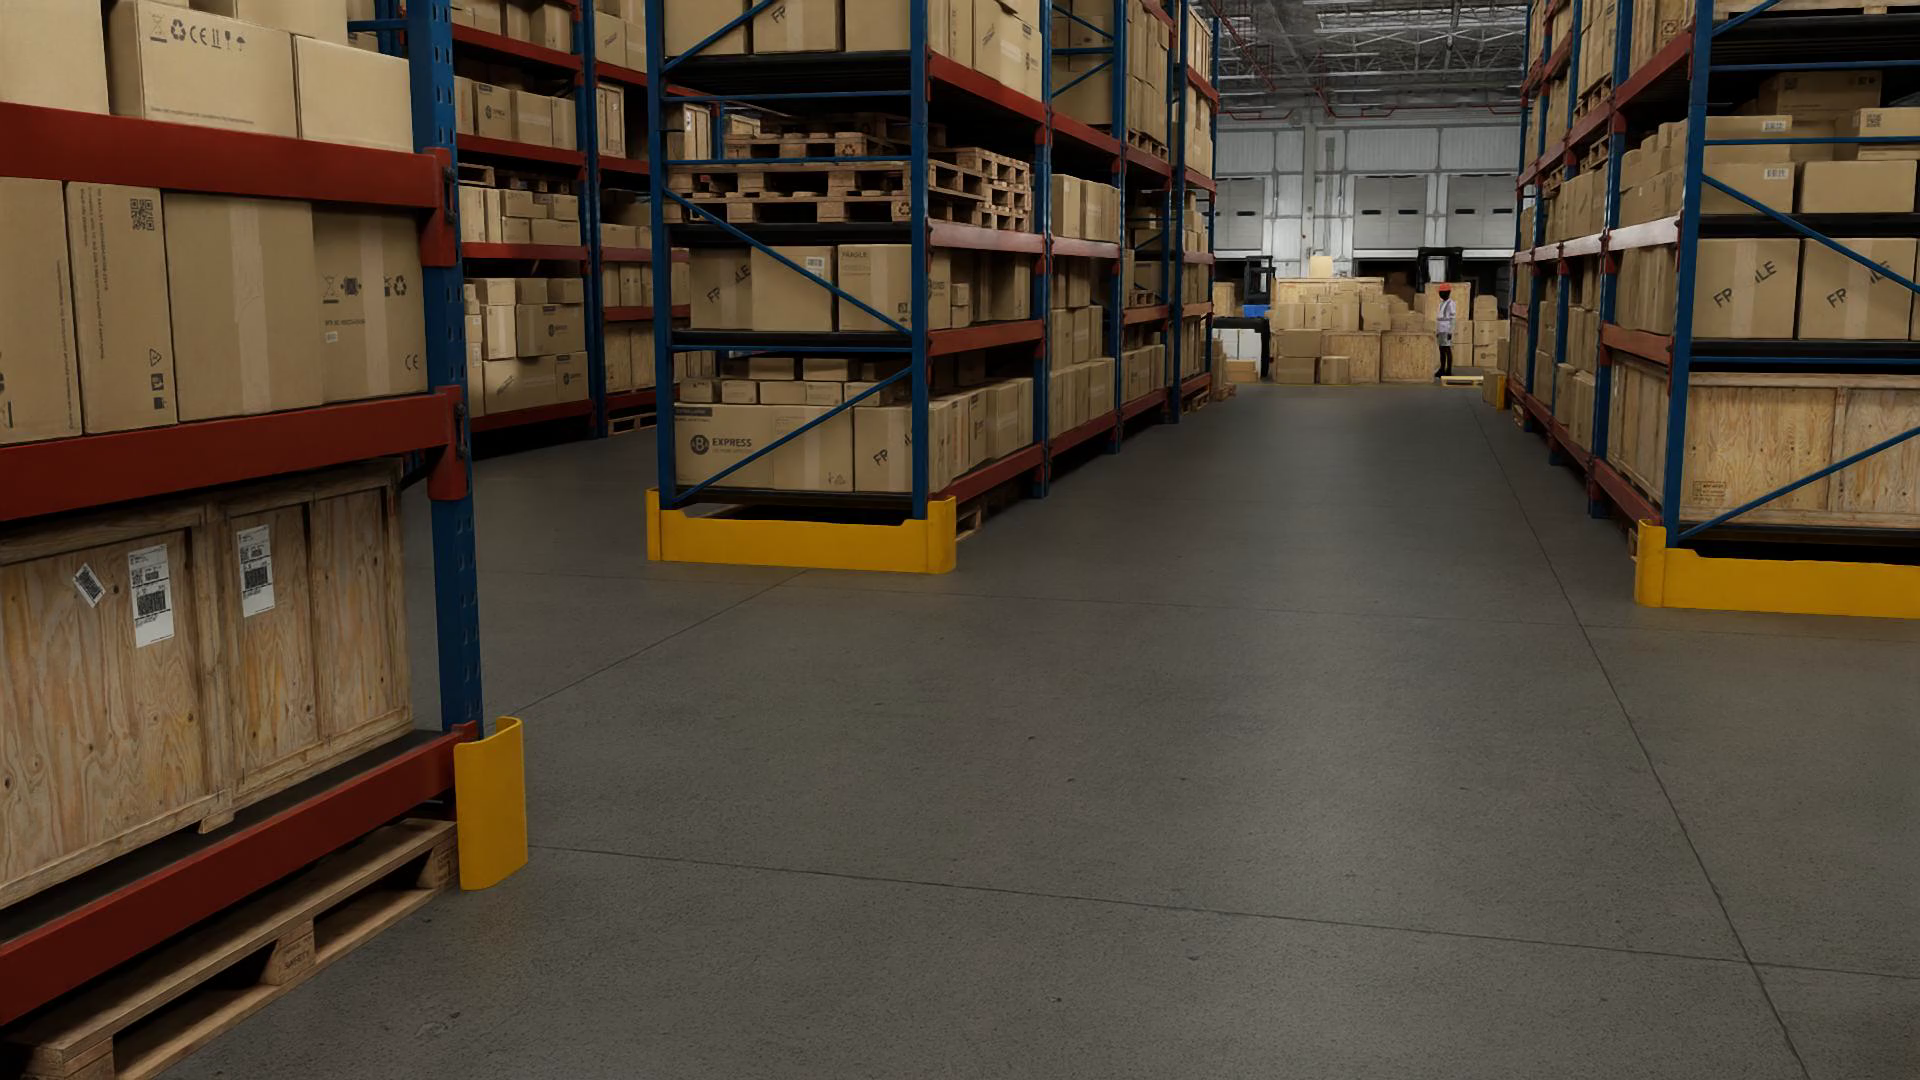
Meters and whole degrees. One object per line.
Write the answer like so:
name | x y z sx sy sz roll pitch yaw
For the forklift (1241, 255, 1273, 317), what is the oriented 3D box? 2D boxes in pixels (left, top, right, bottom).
forklift | 10.551 -8.662 58.805 1.129 2.768 1.873 2 9 15

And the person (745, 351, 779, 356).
person | -2.262 -1.994 19.807 0.631 1.824 0.777 3 9 19

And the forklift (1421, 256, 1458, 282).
forklift | 12.355 -6.175 43.004 1.129 2.768 1.873 2 9 15

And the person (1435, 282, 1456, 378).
person | 9.873 -4.275 33.917 0.379 1.937 0.547 -2 9 -11

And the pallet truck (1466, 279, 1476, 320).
pallet truck | 18.896 -8.459 60.307 1.885 1.965 0.823 5 10 31
